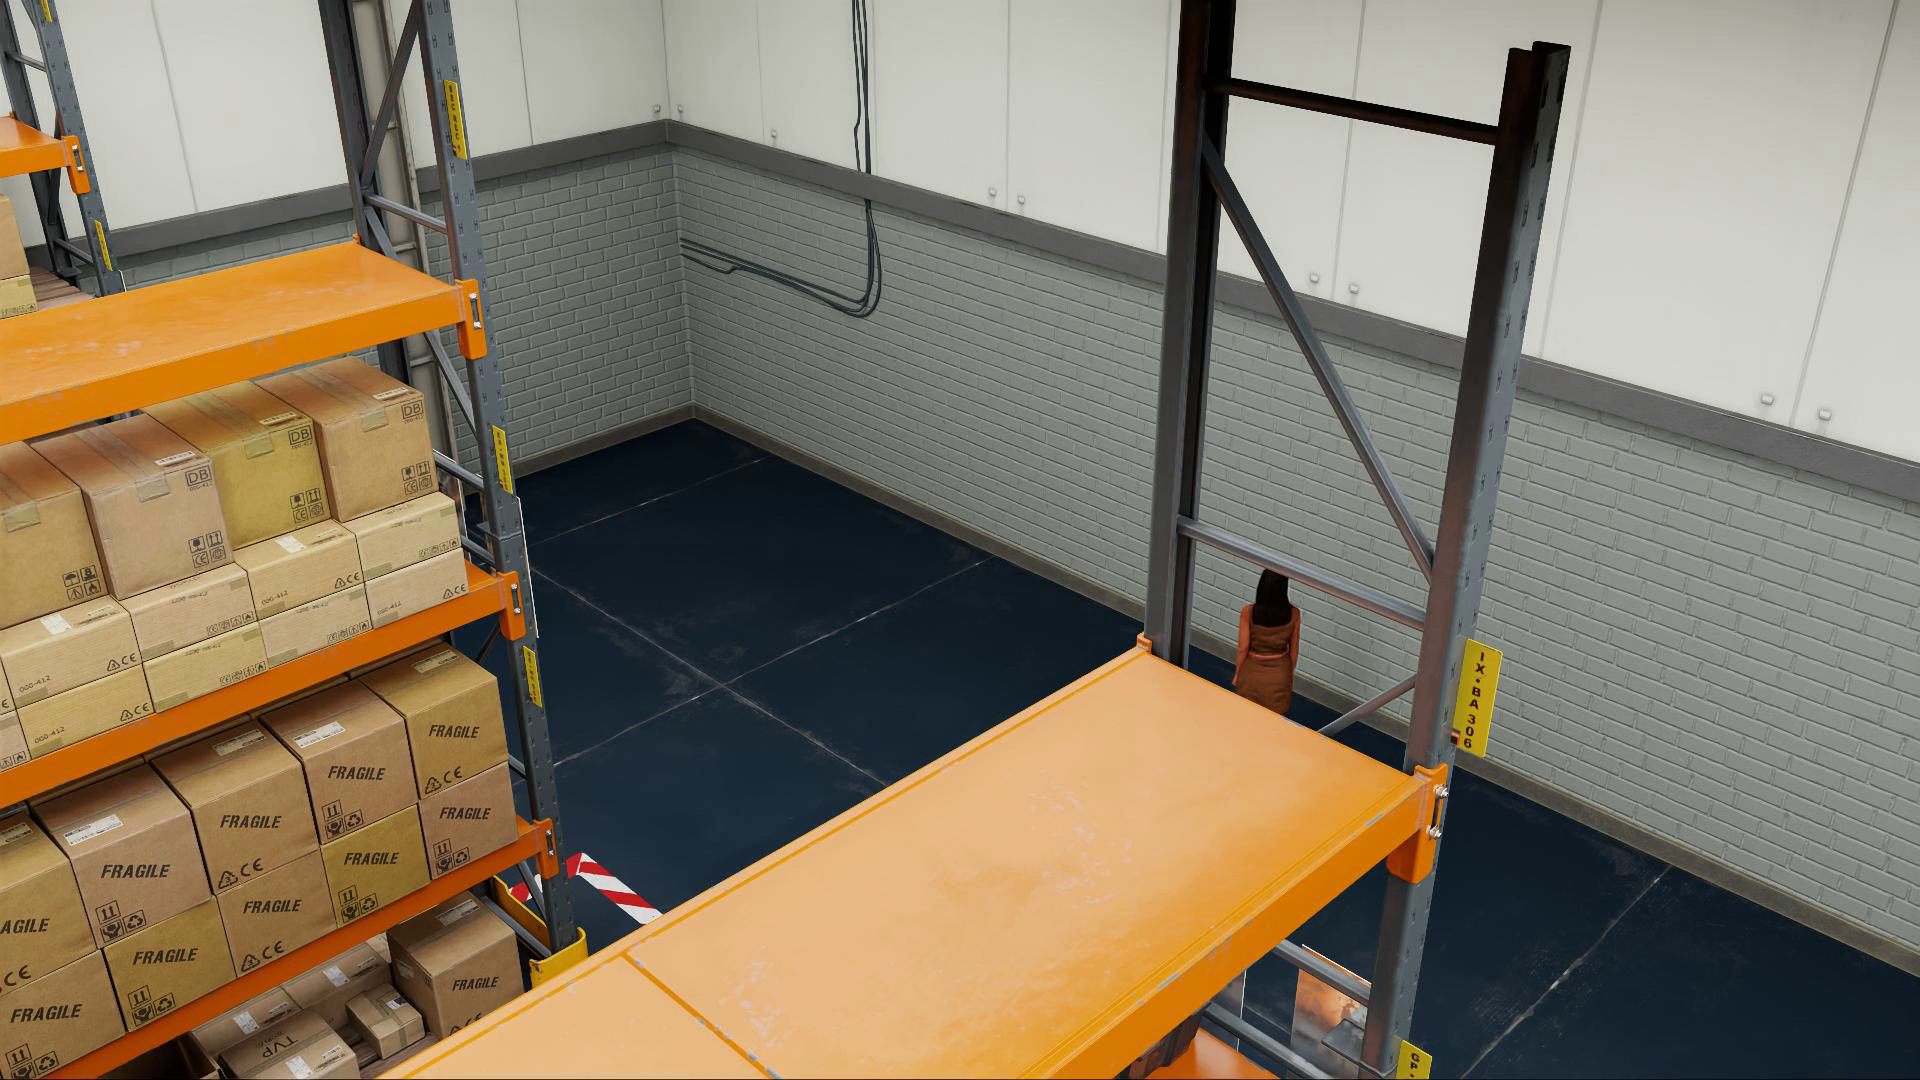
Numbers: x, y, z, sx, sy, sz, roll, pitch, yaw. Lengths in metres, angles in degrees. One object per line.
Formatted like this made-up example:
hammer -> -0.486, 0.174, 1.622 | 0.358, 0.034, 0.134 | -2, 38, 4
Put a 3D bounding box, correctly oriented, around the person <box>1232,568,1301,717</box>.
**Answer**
person -> 2.018, 0.914, 11.025 | 0.635, 1.689, 0.706 | -2, 27, -3
